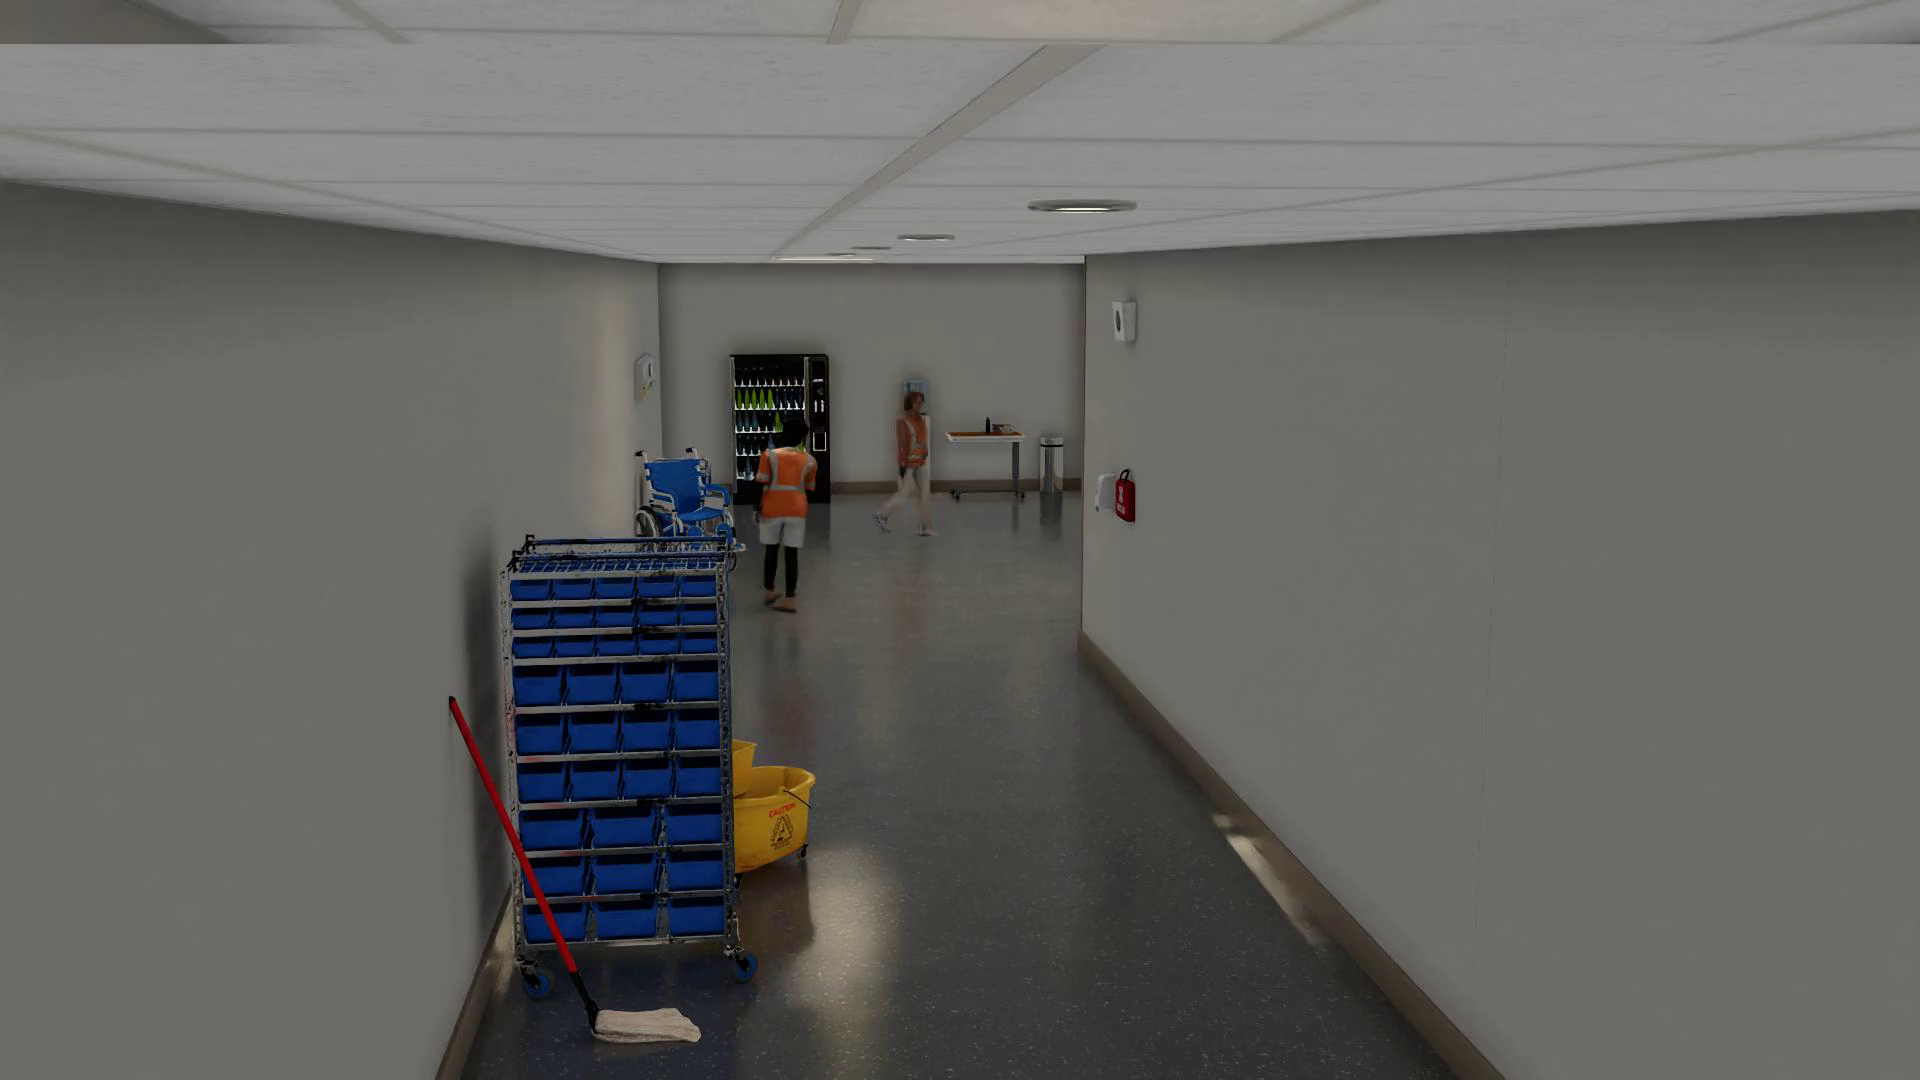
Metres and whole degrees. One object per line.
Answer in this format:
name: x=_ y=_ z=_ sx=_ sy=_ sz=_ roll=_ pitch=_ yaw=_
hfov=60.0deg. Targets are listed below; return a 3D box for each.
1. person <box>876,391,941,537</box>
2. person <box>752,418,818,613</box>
person: x=-0.577 y=-0.841 z=18.303 sx=0.730 sy=1.612 sz=0.525 roll=6 pitch=11 yaw=33
person: x=-1.516 y=-0.225 z=14.345 sx=0.585 sy=1.647 sz=0.675 roll=-2 pitch=9 yaw=-13
